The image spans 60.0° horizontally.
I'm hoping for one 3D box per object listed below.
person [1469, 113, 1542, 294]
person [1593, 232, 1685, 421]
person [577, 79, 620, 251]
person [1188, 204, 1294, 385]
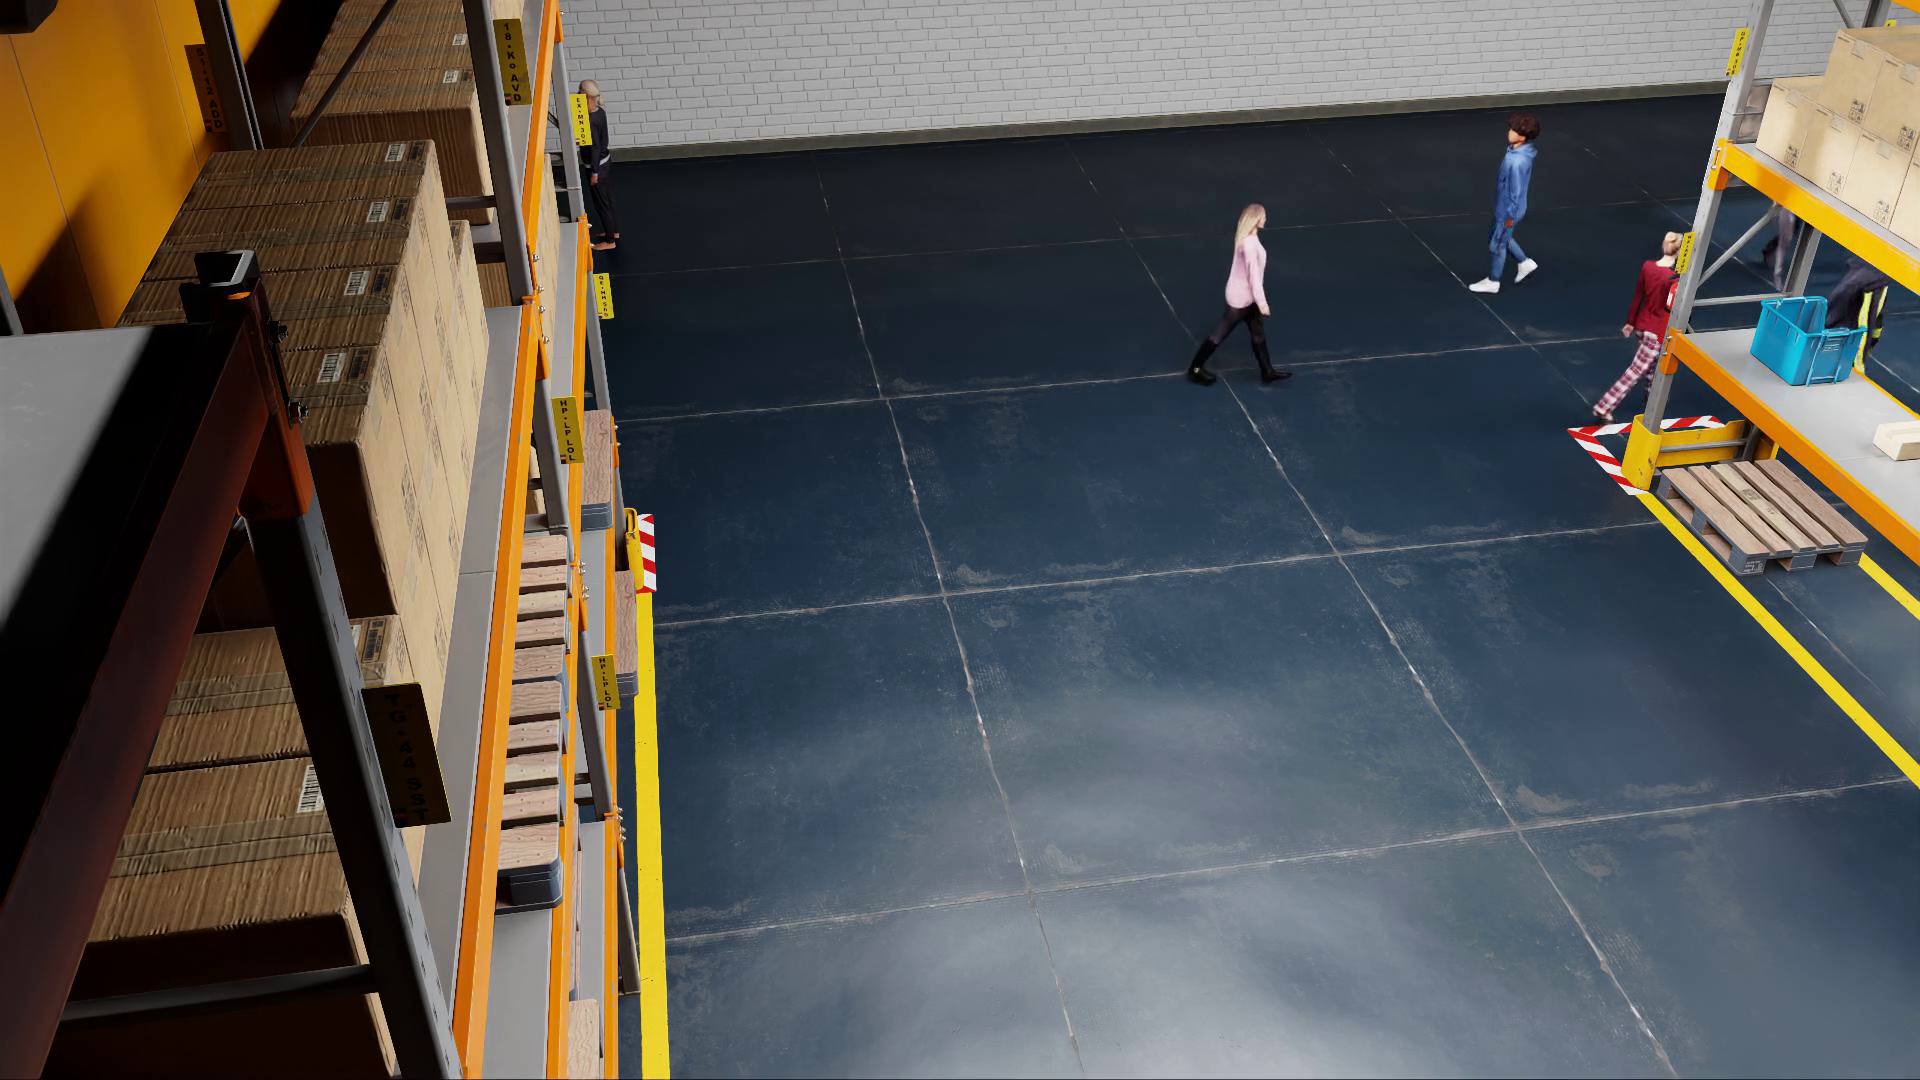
[{"bbox_3d":[5.307,-3.183,15.822,0.932,1.794,0.911,9,35,13],"label":"person"},{"bbox_3d":[5.670,-1.712,13.732,0.783,1.658,1.056,-11,35,-17],"label":"person"},{"bbox_3d":[-3.664,-3.814,16.833,0.711,1.726,0.516,0,34,0],"label":"person"},{"bbox_3d":[2.318,-2.062,14.279,0.995,1.636,1.159,9,35,13],"label":"person"}]
